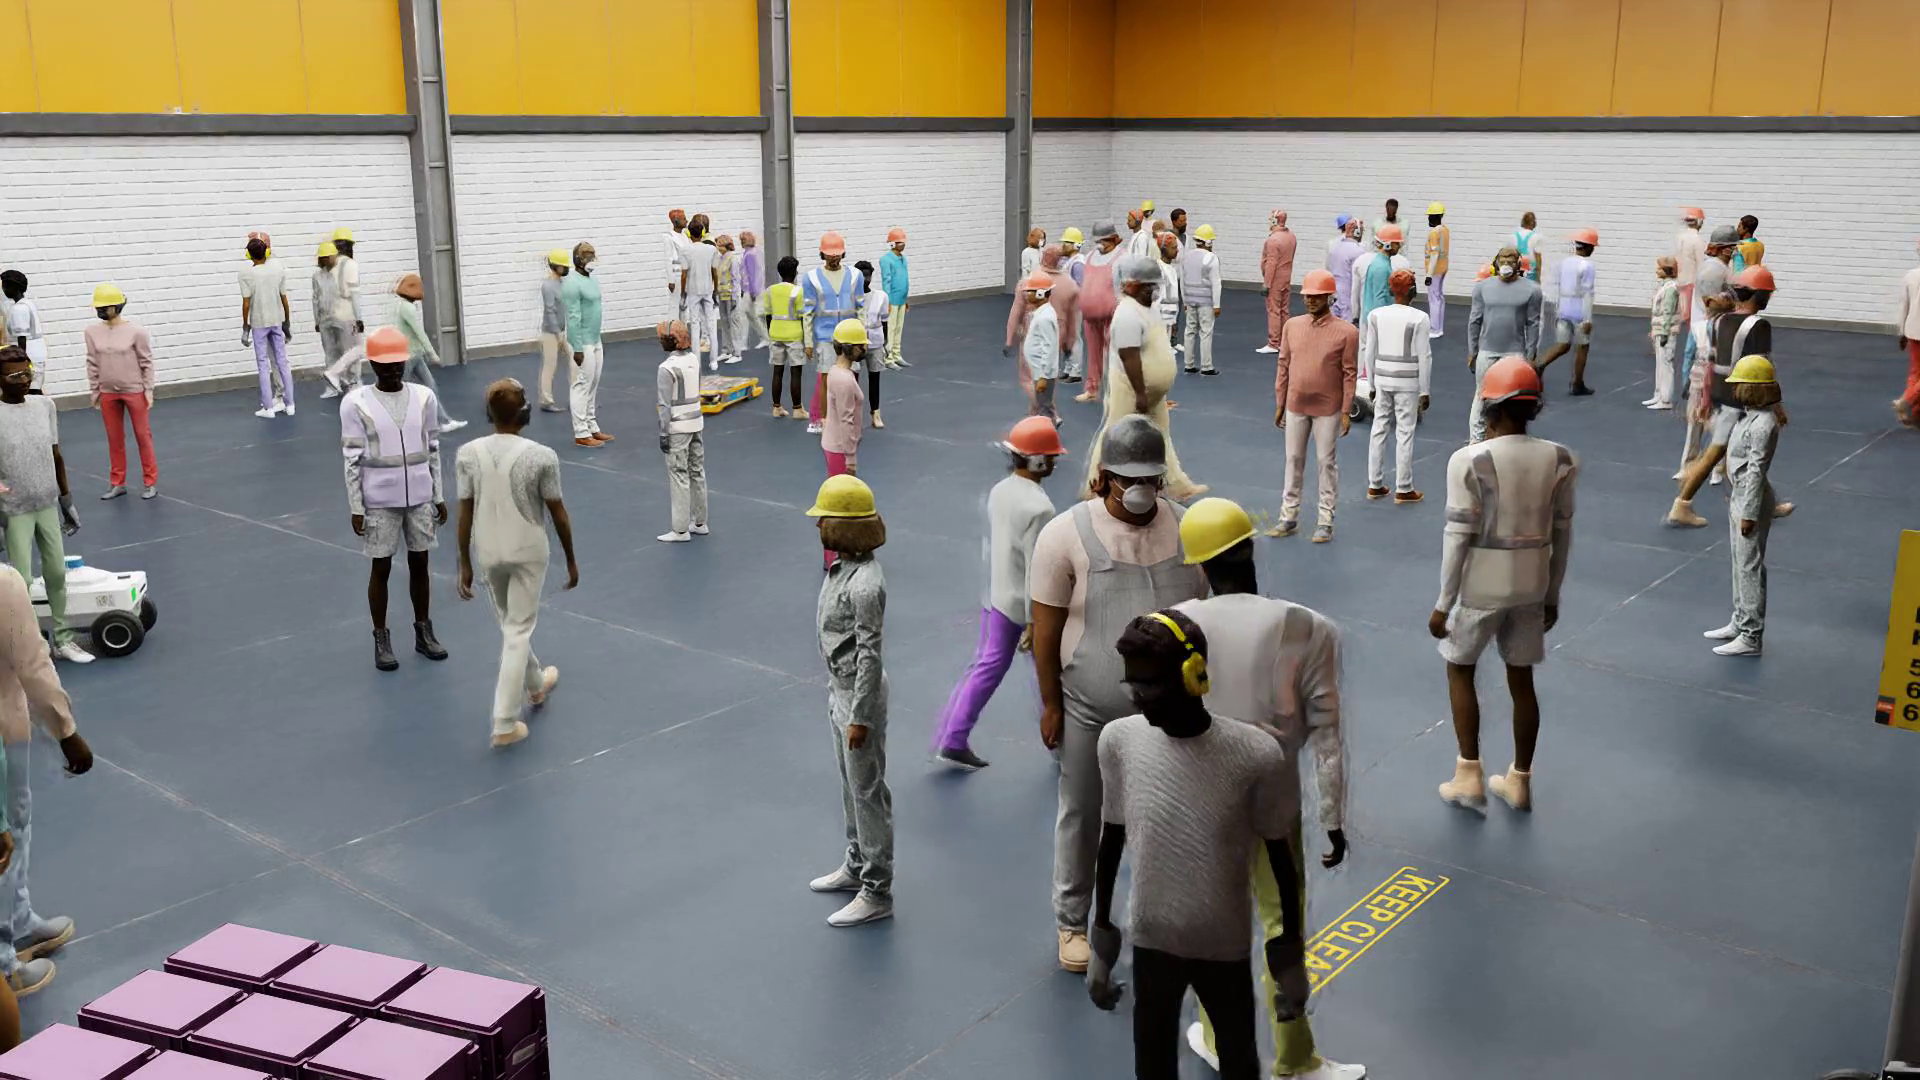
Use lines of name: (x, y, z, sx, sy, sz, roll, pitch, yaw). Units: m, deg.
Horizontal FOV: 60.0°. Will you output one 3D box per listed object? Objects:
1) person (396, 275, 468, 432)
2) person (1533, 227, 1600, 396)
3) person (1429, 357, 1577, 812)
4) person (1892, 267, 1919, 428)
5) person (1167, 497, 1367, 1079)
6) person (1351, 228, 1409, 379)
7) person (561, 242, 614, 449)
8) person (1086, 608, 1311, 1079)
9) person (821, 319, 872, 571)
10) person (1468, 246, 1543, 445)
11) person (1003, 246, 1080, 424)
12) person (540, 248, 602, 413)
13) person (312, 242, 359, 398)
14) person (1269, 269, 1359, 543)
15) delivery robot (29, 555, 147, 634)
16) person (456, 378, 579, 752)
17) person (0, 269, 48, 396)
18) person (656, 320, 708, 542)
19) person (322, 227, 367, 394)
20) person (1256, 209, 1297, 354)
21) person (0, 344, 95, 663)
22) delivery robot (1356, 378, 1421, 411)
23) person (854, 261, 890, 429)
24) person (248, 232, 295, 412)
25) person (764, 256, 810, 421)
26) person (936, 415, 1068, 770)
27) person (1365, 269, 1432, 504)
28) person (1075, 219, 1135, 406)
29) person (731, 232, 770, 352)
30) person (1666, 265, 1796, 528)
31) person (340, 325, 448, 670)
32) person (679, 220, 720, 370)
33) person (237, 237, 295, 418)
person: (-5.370, -1.799, 16.297, 0.902, 1.580, 0.487, -5, 15, -18)
person: (6.816, -2.538, 18.623, 0.764, 1.901, 0.547, -5, 15, -21)
person: (2.389, 0.215, 7.386, 0.632, 2.023, 0.514, -3, 14, -13)
person: (9.596, -2.064, 16.536, 0.584, 1.972, 0.636, -5, 15, -18)
person: (0.954, 0.814, 5.258, 0.771, 1.874, 0.411, 6, 15, 23)
person: (4.670, -2.514, 18.490, 0.642, 1.909, 0.399, 8, 16, 28)
person: (-3.536, -1.846, 15.761, 0.368, 1.937, 0.633, 2, 14, 7)
person: (0.672, 1.070, 4.340, 0.669, 1.838, 0.368, 5, 15, 21)
person: (-0.754, -0.603, 11.165, 0.350, 1.759, 0.522, -3, 14, -10)
person: (4.964, -1.716, 15.239, 0.630, 1.940, 0.372, 6, 15, 22)
person: (0.804, -1.923, 16.223, 0.715, 1.866, 0.646, -5, 15, -19)
person: (-4.150, -2.191, 17.540, 0.735, 1.739, 0.538, 4, 15, 15)
person: (-6.967, -2.442, 18.538, 0.492, 1.742, 0.319, 1, 14, 4)
person: (2.588, -0.979, 12.178, 0.610, 1.996, 0.379, 9, 17, 32)
delivery robot: (-5.129, 0.334, 9.662, 0.707, 0.478, 0.477, -4, 15, -15)
person: (-2.172, 0.080, 8.334, 0.524, 1.797, 0.944, 2, 14, 9)
person: (-8.789, -1.702, 15.694, 0.320, 1.686, 0.539, -6, 15, -21)
person: (-2.042, -0.795, 12.185, 0.313, 1.634, 0.514, 5, 15, 21)
person: (-6.883, -2.528, 18.580, 0.544, 1.887, 0.612, -13, 19, -42)
person: (4.215, -3.454, 22.247, 0.407, 1.910, 0.640, 11, 18, 37)
person: (-5.164, -0.165, 9.223, 0.340, 1.857, 0.519, 7, 15, 25)
delivery robot: (4.370, -1.516, 17.055, 0.707, 0.478, 0.477, 12, 18, 39)
person: (-0.956, -1.945, 16.640, 0.541, 1.696, 0.316, -4, 15, -16)
person: (-7.371, -2.320, 17.718, 0.402, 1.906, 0.652, -7, 15, -25)
person: (-1.774, -2.081, 17.187, 0.539, 1.695, 0.318, 8, 16, 30)
person: (0.282, 0.260, 7.808, 0.882, 1.712, 0.575, -6, 15, -23)
person: (3.538, -1.235, 13.425, 0.355, 1.885, 0.575, -13, 19, -43)
person: (1.559, -2.482, 18.091, 0.536, 2.000, 0.682, -13, 19, -42)
person: (-2.847, -3.367, 22.543, 0.577, 1.598, 0.557, -2, 14, -7)
person: (5.890, -1.063, 12.549, 1.069, 1.990, 0.615, 0, 14, -1)
person: (-3.146, -0.238, 9.335, 0.551, 1.935, 0.371, -11, 18, -37)
person: (-3.239, -3.033, 20.655, 0.517, 1.865, 0.328, -7, 16, -26)
person: (-7.250, -2.213, 17.374, 0.314, 1.864, 0.533, 14, 19, 43)
